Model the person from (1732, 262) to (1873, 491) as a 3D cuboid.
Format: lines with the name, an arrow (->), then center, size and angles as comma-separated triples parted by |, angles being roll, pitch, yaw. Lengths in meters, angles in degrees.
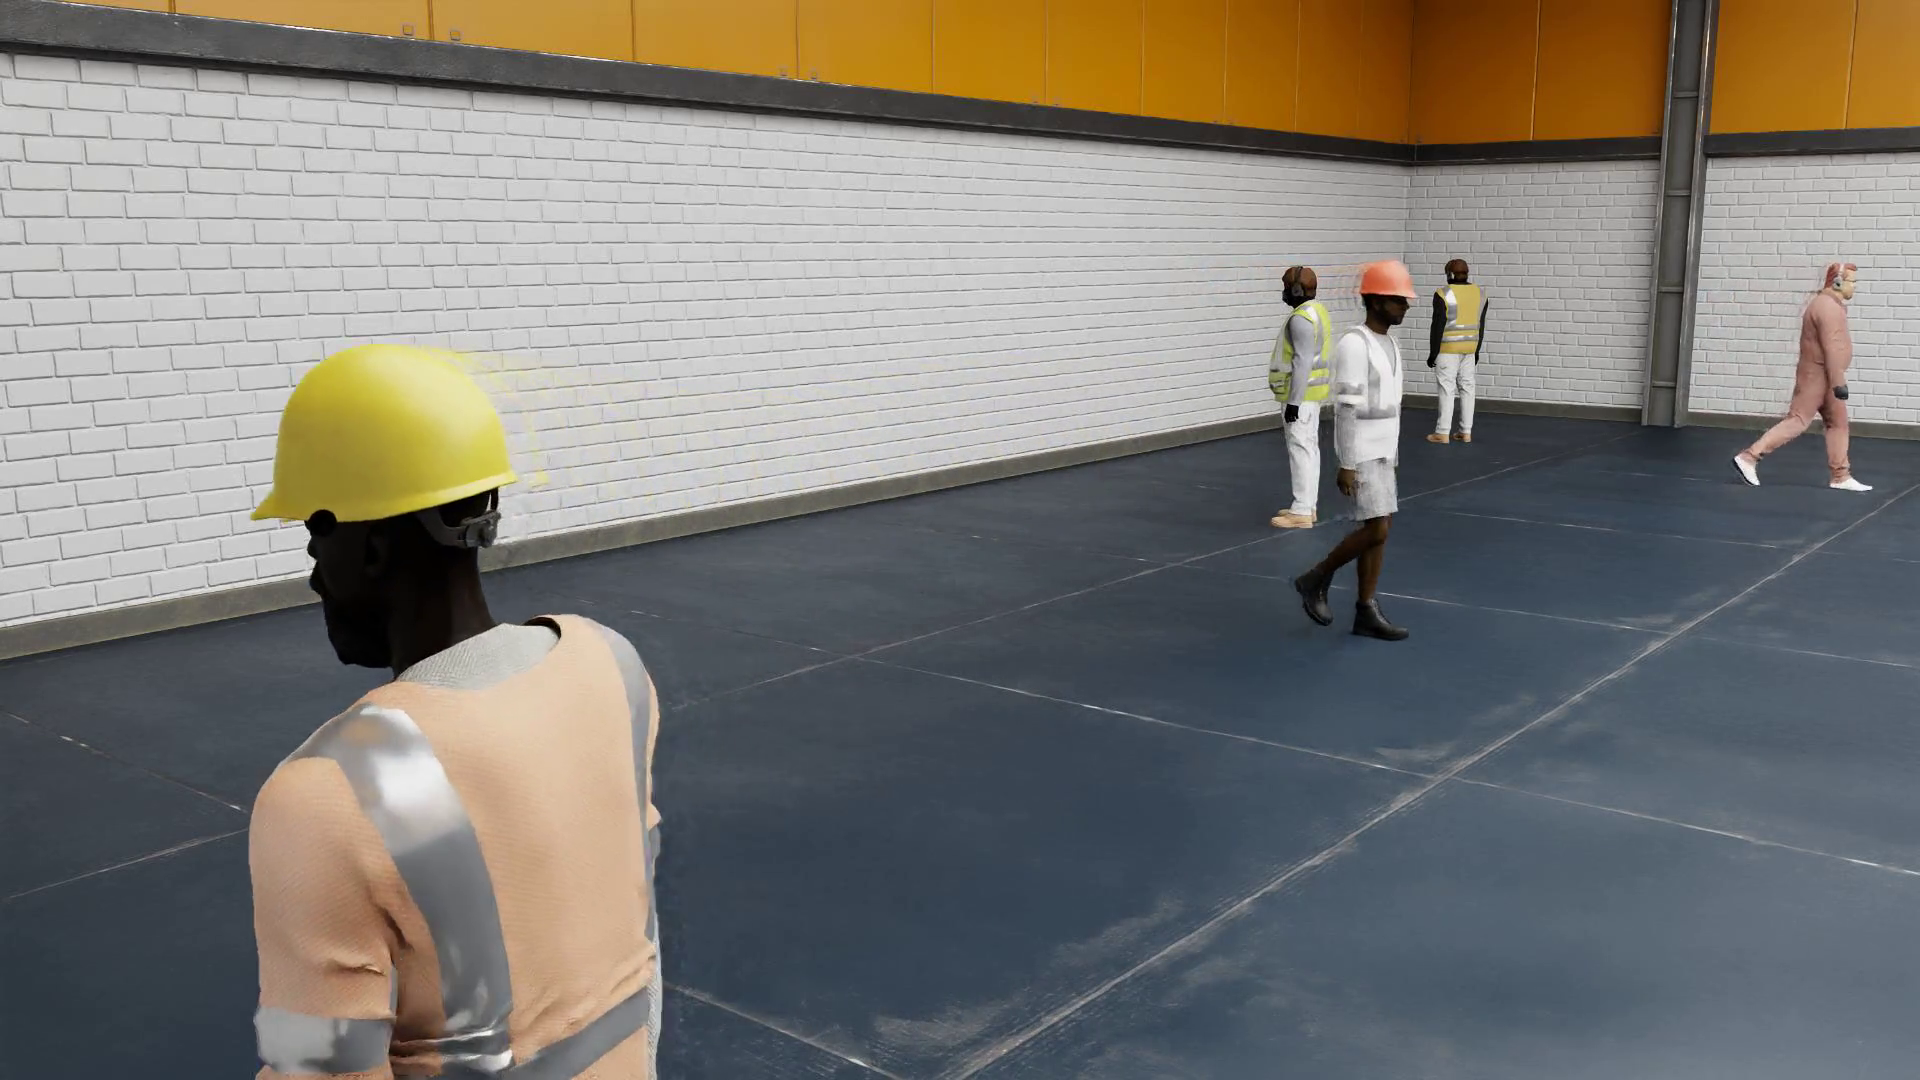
person -> 6.892, -1.325, 13.505 | 0.967, 1.857, 0.621 | 6, 12, 32

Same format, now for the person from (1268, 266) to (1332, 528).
person -> 2.395, -1.007, 11.771 | 0.429, 1.839, 0.634 | 4, 11, 21

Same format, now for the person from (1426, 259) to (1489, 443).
person -> 4.940, -1.883, 16.634 | 0.623, 1.839, 0.429 | -4, 11, -21

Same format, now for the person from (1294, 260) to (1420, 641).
person -> 2.039, -0.442, 8.401 | 0.496, 1.925, 0.573 | 8, 13, 37

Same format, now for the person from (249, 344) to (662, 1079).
person -> -0.529, 0.735, 1.902 | 0.475, 1.911, 0.619 | 4, 11, 21
